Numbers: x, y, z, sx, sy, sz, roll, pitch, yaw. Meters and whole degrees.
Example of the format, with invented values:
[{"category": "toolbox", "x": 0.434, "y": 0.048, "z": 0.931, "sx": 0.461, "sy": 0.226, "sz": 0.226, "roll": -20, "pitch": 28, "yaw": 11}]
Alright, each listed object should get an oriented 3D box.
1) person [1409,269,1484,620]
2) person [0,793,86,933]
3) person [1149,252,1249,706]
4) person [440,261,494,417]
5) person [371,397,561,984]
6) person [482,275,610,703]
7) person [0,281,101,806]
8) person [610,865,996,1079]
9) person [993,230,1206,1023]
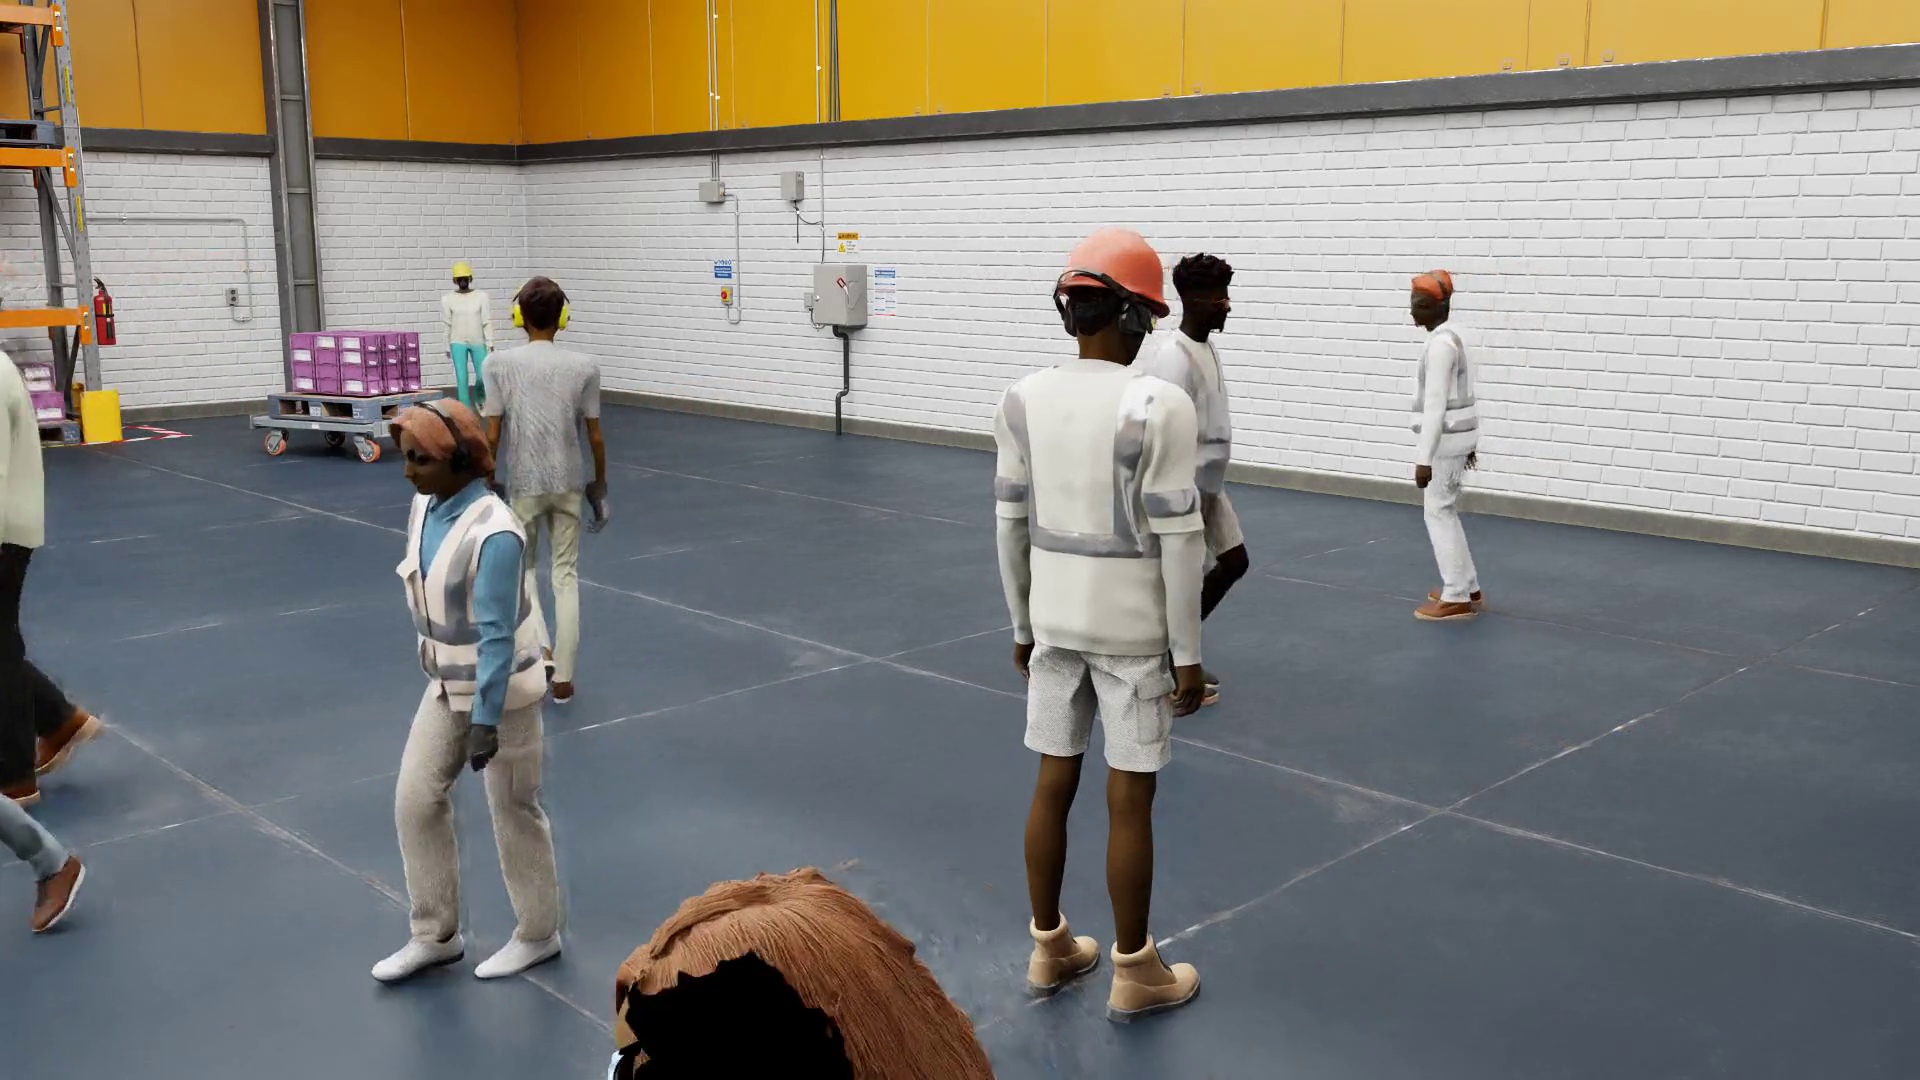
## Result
[{"category": "person", "x": 2.536, "y": -0.483, "z": 8.701, "sx": 0.440, "sy": 1.848, "sz": 0.619, "roll": 4, "pitch": 11, "yaw": 19}, {"category": "person", "x": -2.913, "y": 0.361, "z": 4.770, "sx": 0.518, "sy": 1.604, "sz": 0.530, "roll": -9, "pitch": 14, "yaw": -42}, {"category": "person", "x": 1.011, "y": -0.245, "z": 7.118, "sx": 0.431, "sy": 1.947, "sz": 0.643, "roll": 5, "pitch": 11, "yaw": 24}, {"category": "person", "x": -5.269, "y": -2.105, "z": 17.793, "sx": 0.538, "sy": 1.750, "sz": 0.449, "roll": -4, "pitch": 11, "yaw": -19}, {"category": "person", "x": -1.323, "y": 0.424, "z": 4.379, "sx": 0.595, "sy": 1.608, "sz": 0.541, "roll": -10, "pitch": 14, "yaw": -43}, {"category": "person", "x": -1.788, "y": -0.207, "z": 7.182, "sx": 0.554, "sy": 1.850, "sz": 0.410, "roll": -3, "pitch": 11, "yaw": -16}, {"category": "person", "x": -3.409, "y": -0.021, "z": 5.806, "sx": 0.442, "sy": 1.983, "sz": 0.639, "roll": -7, "pitch": 12, "yaw": -32}, {"category": "person", "x": -0.001, "y": 0.995, "z": 1.257, "sx": 0.597, "sy": 1.613, "sz": 0.529, "roll": -3, "pitch": 11, "yaw": -18}, {"category": "person", "x": 0.381, "y": 0.227, "z": 4.327, "sx": 0.605, "sy": 2.034, "sz": 0.391, "roll": 8, "pitch": 13, "yaw": 38}]
